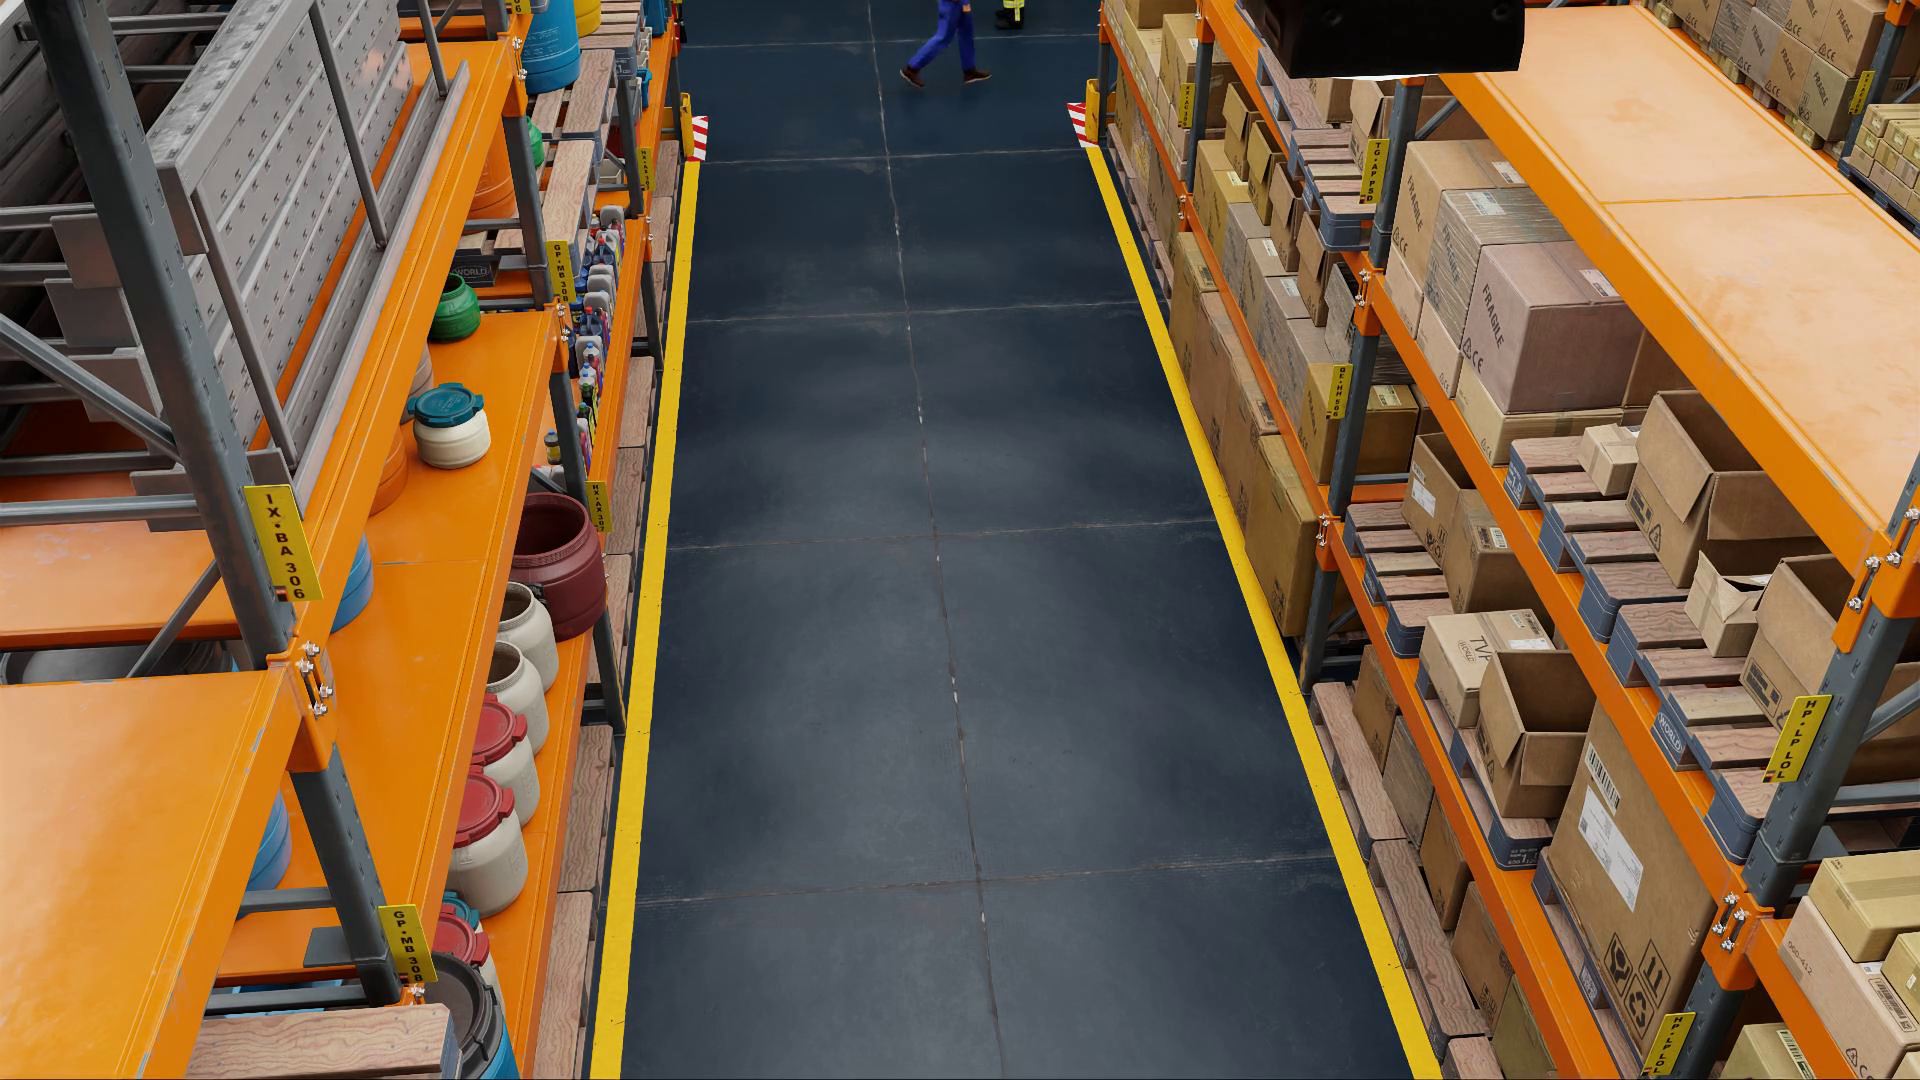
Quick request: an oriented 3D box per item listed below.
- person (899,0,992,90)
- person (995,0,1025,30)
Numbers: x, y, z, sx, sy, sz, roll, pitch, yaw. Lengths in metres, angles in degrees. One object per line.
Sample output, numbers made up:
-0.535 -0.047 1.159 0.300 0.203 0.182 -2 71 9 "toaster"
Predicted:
-0.169 -5.369 16.567 0.802 1.829 1.154 -6 38 -8 "person"
0.574 -6.579 18.030 0.864 1.984 0.632 2 37 3 "person"
